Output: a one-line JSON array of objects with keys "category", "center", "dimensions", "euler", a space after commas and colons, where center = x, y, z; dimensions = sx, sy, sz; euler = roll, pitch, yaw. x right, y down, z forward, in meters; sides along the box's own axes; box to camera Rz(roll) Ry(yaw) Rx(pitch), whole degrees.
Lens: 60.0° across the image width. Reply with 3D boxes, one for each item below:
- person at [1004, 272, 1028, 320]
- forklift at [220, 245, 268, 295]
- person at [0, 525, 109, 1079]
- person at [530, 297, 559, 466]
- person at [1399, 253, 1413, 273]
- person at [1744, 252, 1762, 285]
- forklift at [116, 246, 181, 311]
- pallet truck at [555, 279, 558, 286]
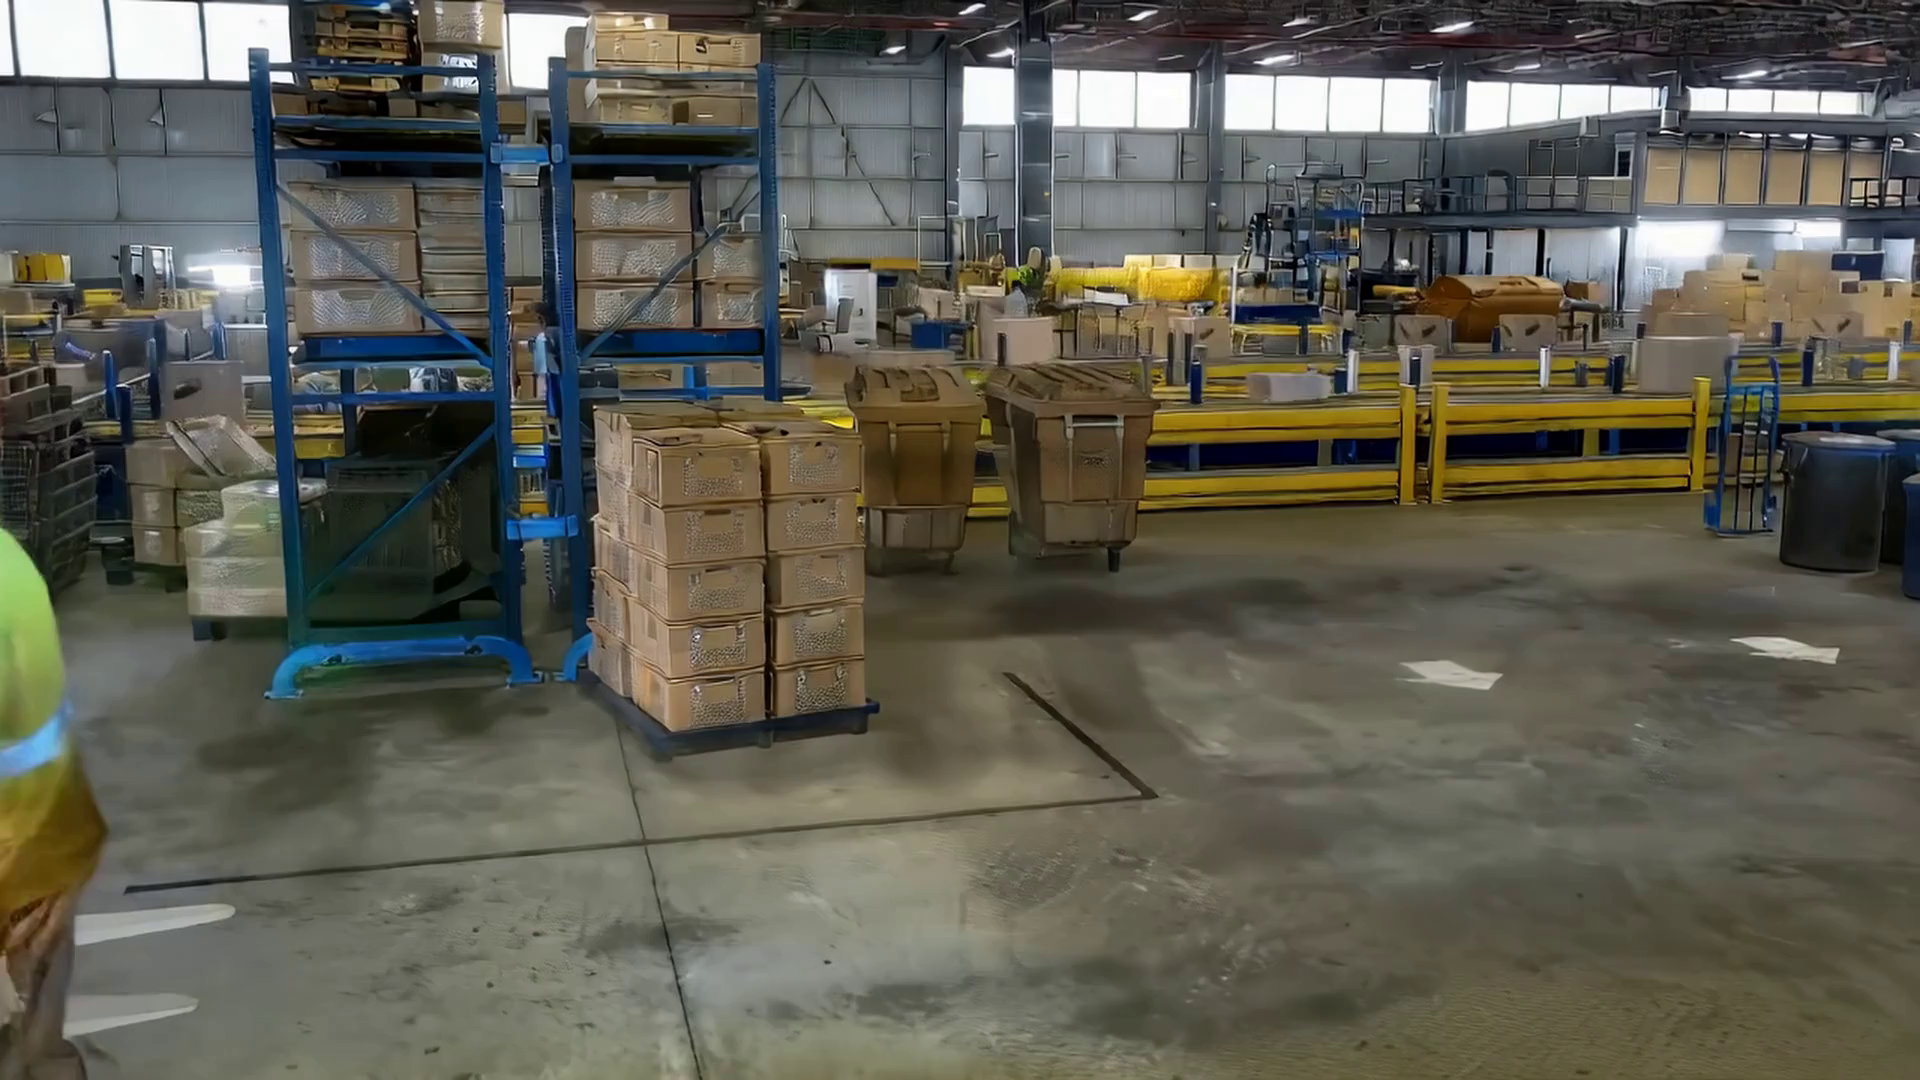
[{"category": "person", "center": [0.757, -2.881, 23.430], "dimensions": [0.330, 1.765, 0.533], "euler": [7, 12, 36]}, {"category": "forklift", "center": [-17.749, -6.334, 41.440], "dimensions": [1.157, 1.987, 2.680], "euler": [-3, 10, -17]}, {"category": "person", "center": [-1.763, 0.642, 3.070], "dimensions": [0.530, 1.911, 0.650], "euler": [-4, 11, -20]}, {"category": "person", "center": [-3.737, -1.326, 14.852], "dimensions": [0.727, 1.668, 0.557], "euler": [-7, 12, -33]}, {"category": "person", "center": [16.420, -9.630, 61.347], "dimensions": [0.600, 1.868, 0.458], "euler": [-3, 10, -17]}, {"category": "person", "center": [16.121, -4.890, 34.128], "dimensions": [0.614, 2.019, 0.890], "euler": [1, 10, 7]}, {"category": "forklift", "center": [-19.966, -6.232, 40.894], "dimensions": [1.157, 1.987, 2.680], "euler": [-3, 10, -15]}, {"category": "pallet truck", "center": [-10.604, -6.375, 44.520], "dimensions": [0.653, 1.274, 1.630], "euler": [-3, 10, -15]}]
